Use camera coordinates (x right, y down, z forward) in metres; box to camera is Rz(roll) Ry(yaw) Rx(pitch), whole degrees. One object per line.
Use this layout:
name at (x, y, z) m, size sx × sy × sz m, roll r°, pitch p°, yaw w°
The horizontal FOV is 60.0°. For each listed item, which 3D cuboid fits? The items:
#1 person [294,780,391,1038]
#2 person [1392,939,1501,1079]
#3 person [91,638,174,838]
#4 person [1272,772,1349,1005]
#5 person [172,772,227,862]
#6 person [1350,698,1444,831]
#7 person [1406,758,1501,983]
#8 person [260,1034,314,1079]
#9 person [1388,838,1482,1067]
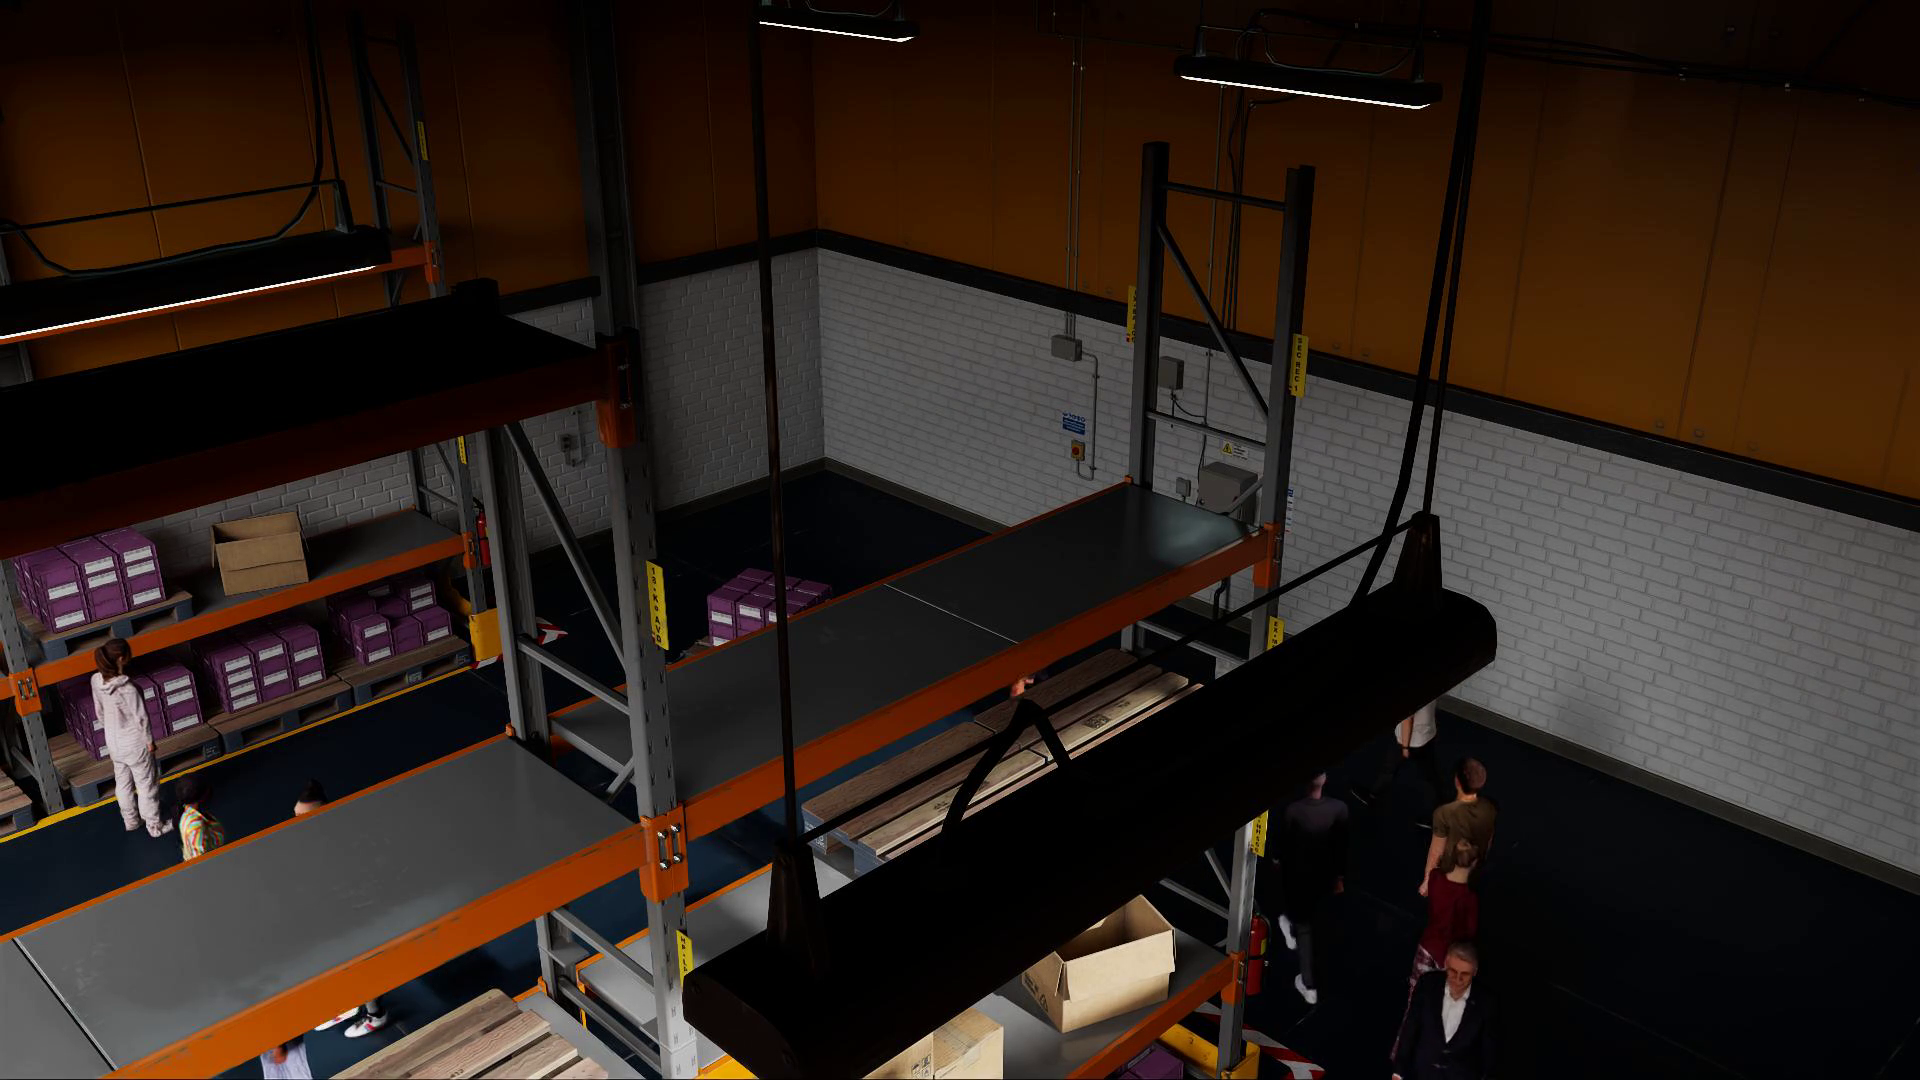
person at (-4.025, 2.428, 10.976) m, size 0.722 × 1.935 × 0.742 m, roll -18°, pitch 29°, yaw -35°
person at (2.877, 3.039, 9.772) m, size 0.839 × 1.781 × 1.114 m, roll 14°, pitch 27°, yaw 29°
person at (-6.631, 1.573, 13.238) m, size 0.716 × 1.690 × 0.698 m, roll 9°, pitch 25°, yaw 21°
person at (2.404, 2.375, 11.363) m, size 1.103 × 1.722 × 1.040 m, roll -6°, pitch 24°, yaw -13°
person at (-5.179, 2.418, 11.248) m, size 1.199 × 1.736 × 0.635 m, roll -19°, pitch 30°, yaw -37°
person at (3.698, 1.572, 13.253) m, size 1.023 × 1.680 × 0.739 m, roll -19°, pitch 30°, yaw -37°
person at (3.392, 2.304, 11.364) m, size 0.656 × 1.852 × 0.801 m, roll -9°, pitch 25°, yaw -20°
person at (-4.141, 2.943, 10.097) m, size 0.570 × 1.696 × 0.611 m, roll -15°, pitch 28°, yaw -31°
person at (3.070, 2.697, 10.707) m, size 1.079 × 1.658 × 0.714 m, roll -20°, pitch 30°, yaw -38°
